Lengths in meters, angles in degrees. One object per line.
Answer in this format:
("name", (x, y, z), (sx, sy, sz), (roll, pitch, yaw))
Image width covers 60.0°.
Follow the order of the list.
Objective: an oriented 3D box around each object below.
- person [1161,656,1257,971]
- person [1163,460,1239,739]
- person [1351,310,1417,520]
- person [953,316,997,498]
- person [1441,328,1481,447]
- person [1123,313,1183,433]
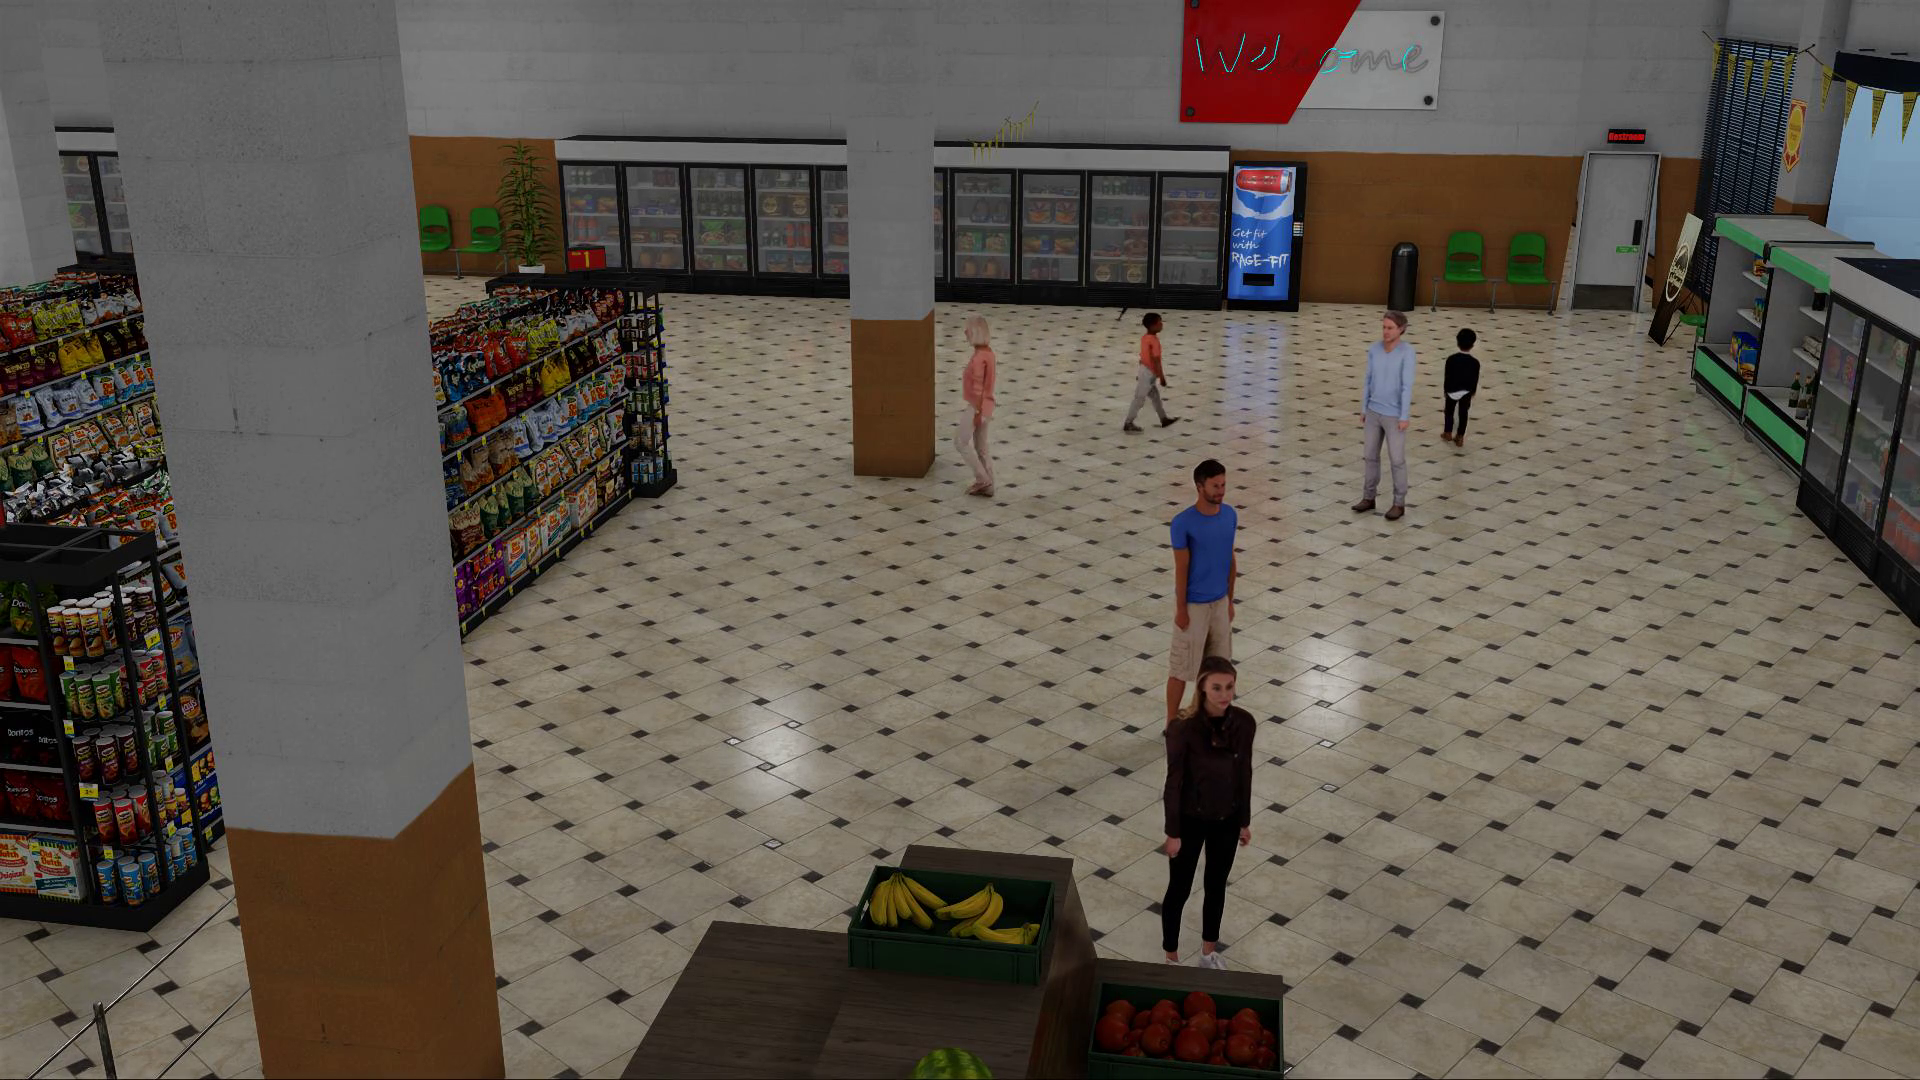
("person", (1.163, 1.330, 7.885), (0.671, 1.703, 0.658), (-5, 19, -16))
("person", (1.517, 0.379, 10.459), (0.734, 1.861, 0.777), (-11, 21, -29))
("person", (3.832, -1.132, 14.901), (0.767, 1.887, 0.732), (-16, 25, -40))
("person", (0.261, -1.216, 15.418), (0.660, 1.715, 0.508), (3, 19, 9))
("person", (5.197, -1.569, 17.250), (0.519, 1.214, 0.592), (2, 19, 7))
("person", (1.941, -1.757, 17.705), (0.742, 1.279, 0.884), (-3, 19, -9))
